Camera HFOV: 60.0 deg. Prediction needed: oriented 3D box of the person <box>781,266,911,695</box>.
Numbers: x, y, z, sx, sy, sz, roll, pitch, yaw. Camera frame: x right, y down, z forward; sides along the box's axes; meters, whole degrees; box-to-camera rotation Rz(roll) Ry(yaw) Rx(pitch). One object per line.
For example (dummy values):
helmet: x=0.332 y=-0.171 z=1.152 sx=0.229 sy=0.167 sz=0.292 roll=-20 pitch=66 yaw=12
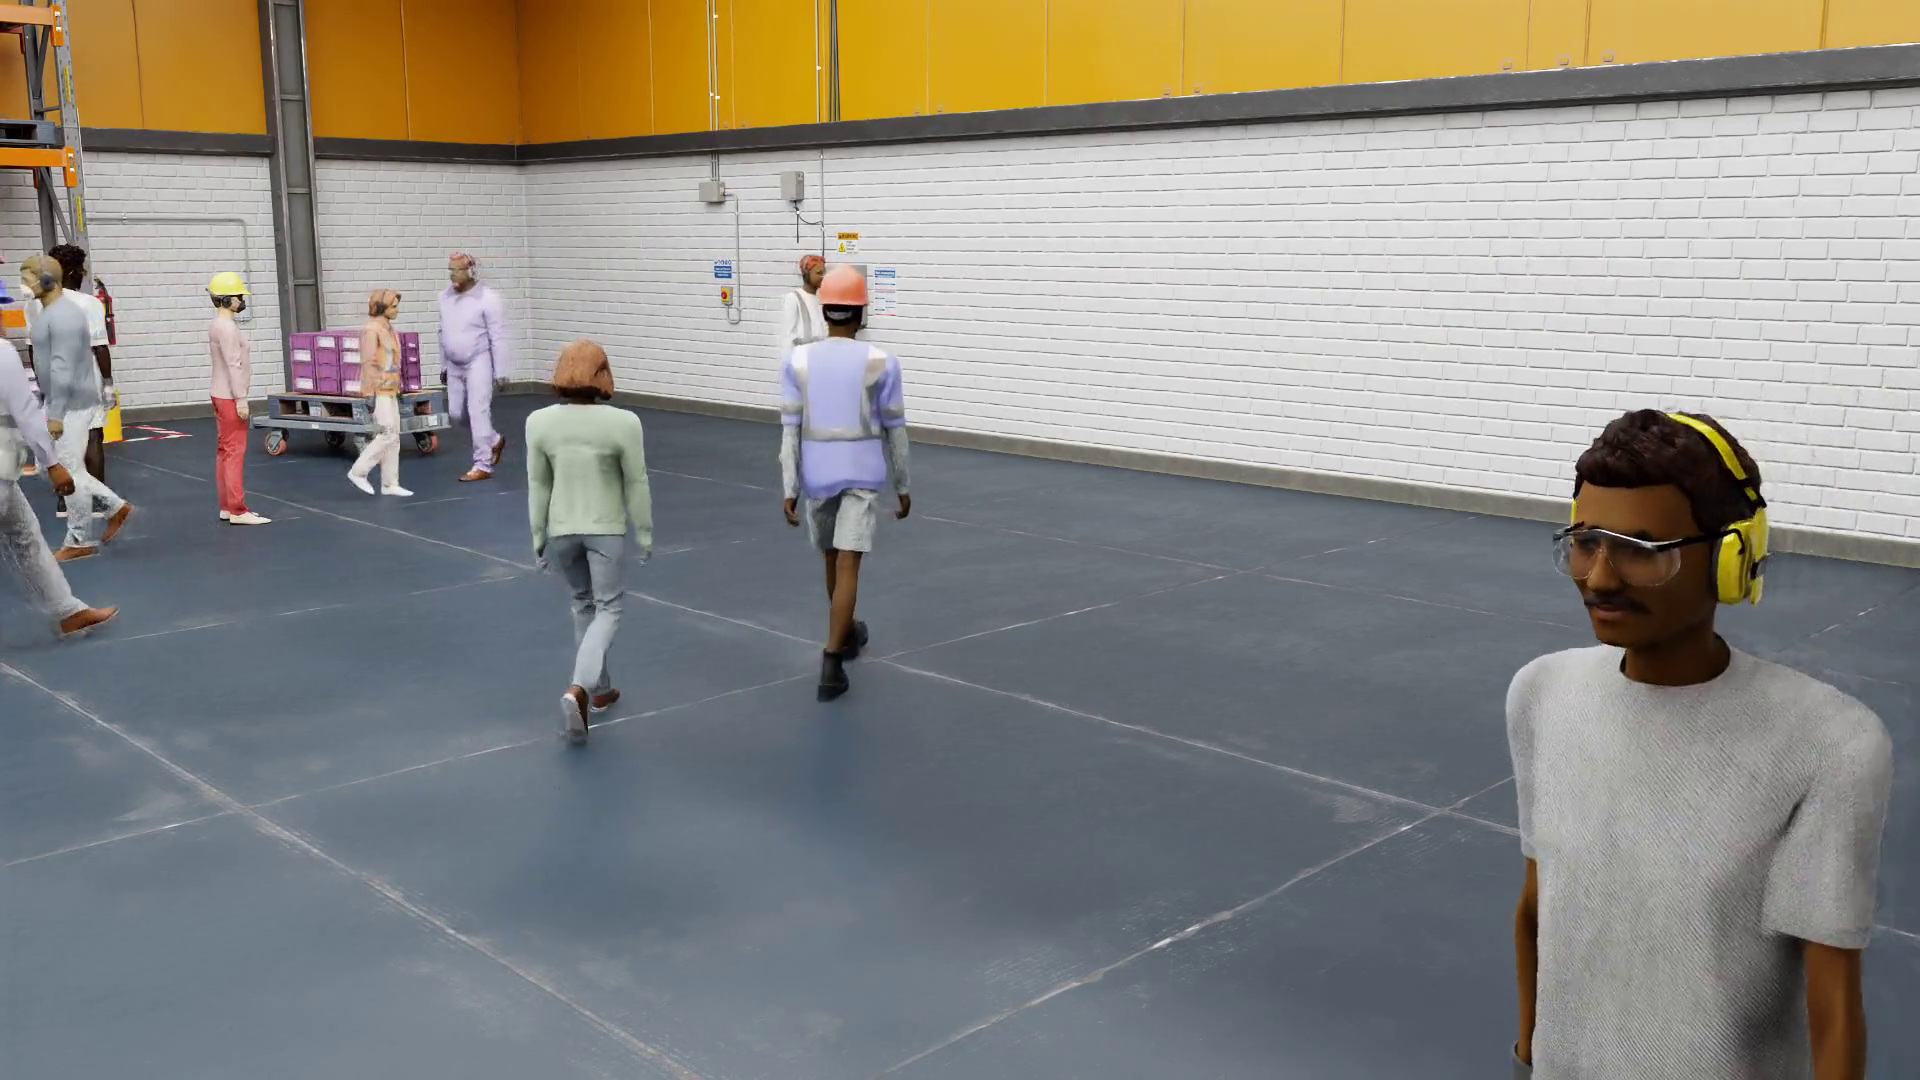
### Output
person: x=-0.514 y=-0.292 z=7.577 sx=0.561 sy=1.879 sz=1.017 roll=2 pitch=10 yaw=8

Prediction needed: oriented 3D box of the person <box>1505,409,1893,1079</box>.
person: x=0.911 y=0.739 z=2.105 sx=0.938 sy=1.834 sz=0.533 roll=-9 pitch=14 yaw=-41

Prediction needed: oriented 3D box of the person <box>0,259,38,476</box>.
person: x=-8.074 y=-1.499 z=13.902 sx=0.614 sy=1.971 sz=0.624 roll=7 pitch=12 yaw=34

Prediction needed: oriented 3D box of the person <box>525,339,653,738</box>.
person: x=-1.533 y=-0.017 z=6.823 sx=0.509 sy=1.606 sz=0.747 roll=1 pitch=10 yaw=8

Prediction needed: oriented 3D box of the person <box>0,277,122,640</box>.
person: x=-4.643 y=-0.363 z=7.961 sx=0.613 sy=1.887 sz=1.056 roll=8 pitch=13 yaw=38

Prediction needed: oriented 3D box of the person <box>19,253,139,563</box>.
person: x=-5.490 y=-0.811 z=10.320 sx=0.520 sy=1.921 sz=0.630 roll=-8 pitch=13 yaw=-37

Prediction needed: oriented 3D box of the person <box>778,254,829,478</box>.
person: x=-1.218 y=-1.401 z=13.642 sx=0.403 sy=1.867 sz=0.609 roll=6 pitch=12 yaw=28

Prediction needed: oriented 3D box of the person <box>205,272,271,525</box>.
person: x=-5.095 y=-0.987 z=11.677 sx=0.314 sy=1.769 sz=0.523 roll=-7 pitch=13 yaw=-34

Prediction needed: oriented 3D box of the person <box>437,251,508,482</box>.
person: x=-4.005 y=-1.448 z=13.834 sx=0.671 sy=1.893 sz=0.609 roll=6 pitch=12 yaw=29

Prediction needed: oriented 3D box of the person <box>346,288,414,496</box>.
person: x=-4.460 y=-1.119 z=12.773 sx=0.402 sy=1.621 sz=0.542 roll=0 pitch=10 yaw=-2

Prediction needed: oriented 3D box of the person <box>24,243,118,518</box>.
person: x=-6.350 y=-1.136 z=11.940 sx=0.614 sy=1.963 sz=0.361 roll=2 pitch=11 yaw=8
